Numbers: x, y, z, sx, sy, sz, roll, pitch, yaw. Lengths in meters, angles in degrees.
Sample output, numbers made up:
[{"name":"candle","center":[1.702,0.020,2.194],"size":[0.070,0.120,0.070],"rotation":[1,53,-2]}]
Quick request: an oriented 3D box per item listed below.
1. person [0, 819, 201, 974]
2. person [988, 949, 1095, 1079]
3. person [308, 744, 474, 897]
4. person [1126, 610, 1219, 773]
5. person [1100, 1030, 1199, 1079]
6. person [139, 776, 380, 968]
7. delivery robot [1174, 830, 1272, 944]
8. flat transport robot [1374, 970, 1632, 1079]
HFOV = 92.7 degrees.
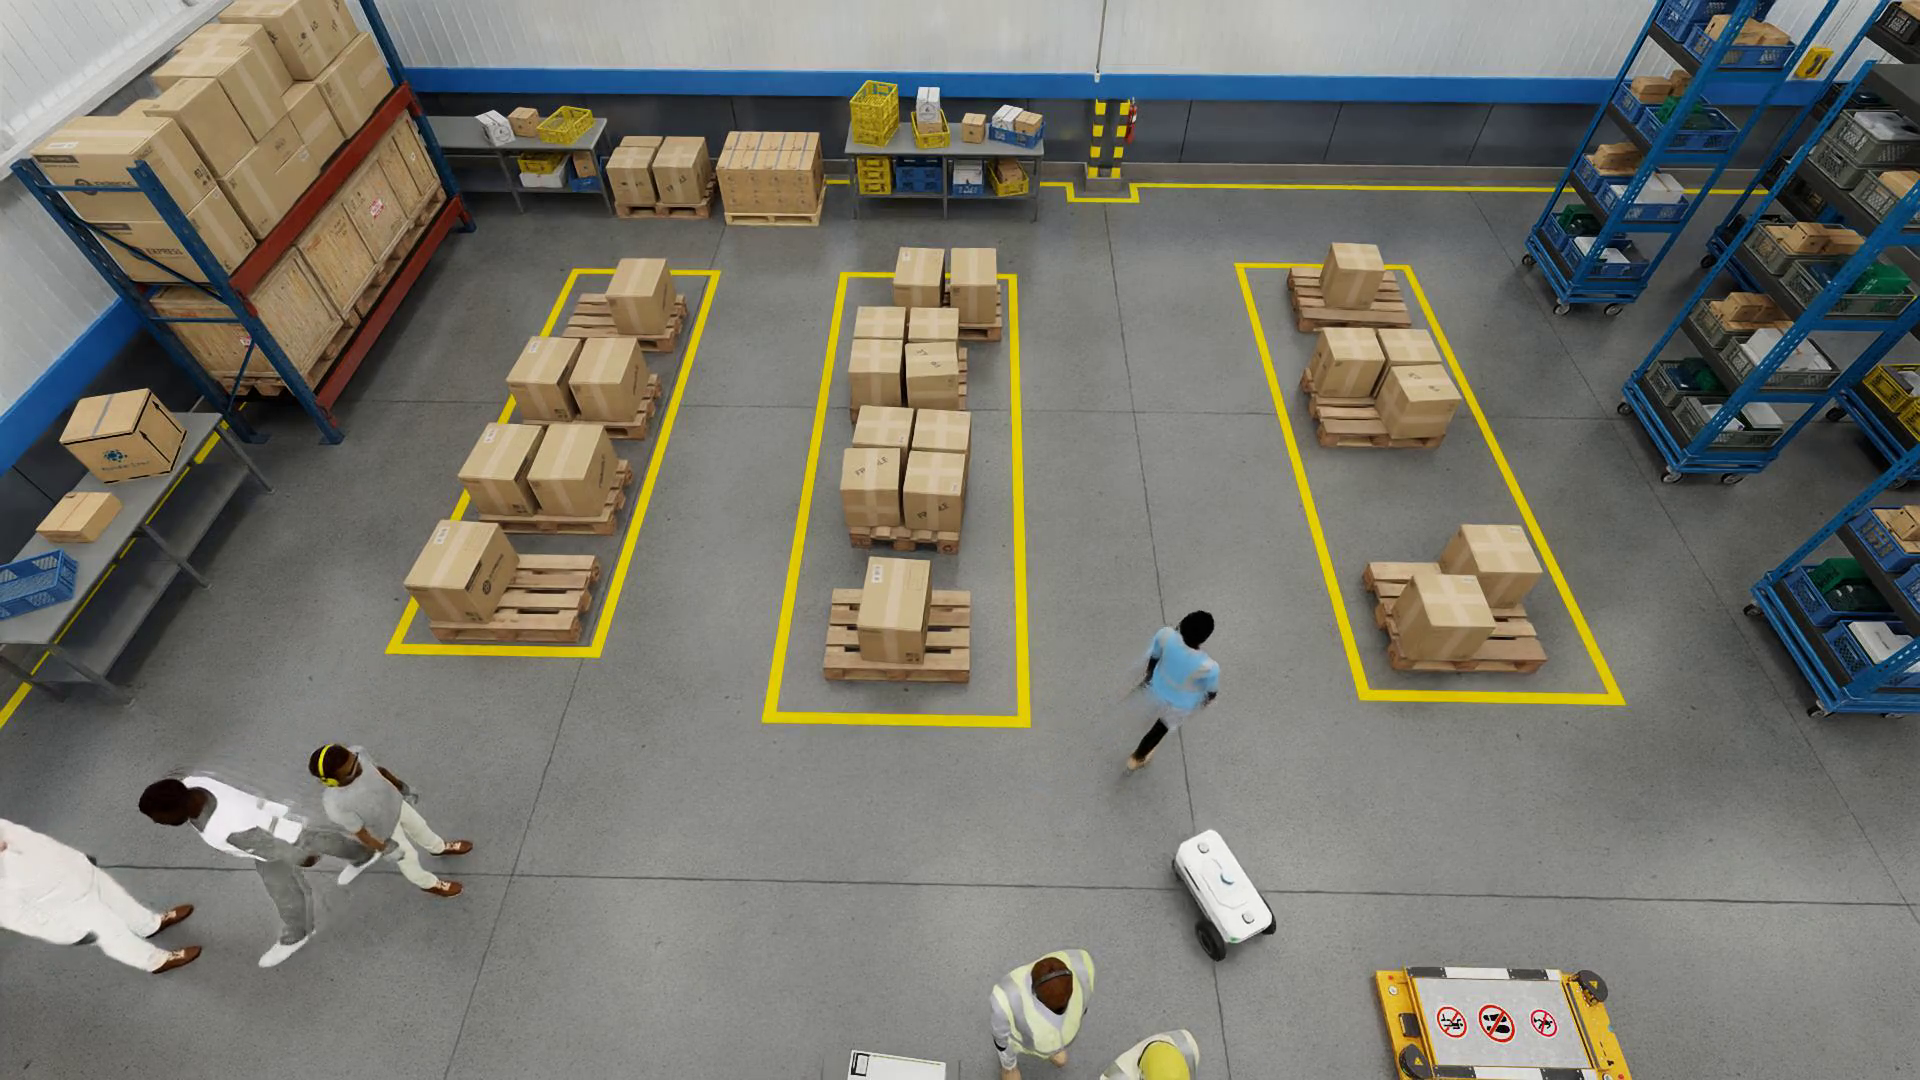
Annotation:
[{"name":"person","center":[-5.466,2.178,5.650],"size":[0.398,1.902,0.649],"rotation":[-25,55,-19]},{"name":"person","center":[0.466,2.738,5.230],"size":[0.623,1.844,0.429],"rotation":[-19,53,-15]},{"name":"person","center":[-3.707,1.811,5.977],"size":[0.347,1.861,0.510],"rotation":[-5,51,-4]},{"name":"person","center":[1.584,1.075,6.707],"size":[0.884,1.653,0.535],"rotation":[-29,56,-21]},{"name":"person","center":[0.985,3.035,4.993],"size":[0.590,1.833,0.403],"rotation":[-23,55,-18]},{"name":"person","center":[-4.529,2.000,5.812],"size":[0.606,1.869,0.969],"rotation":[32,58,23]},{"name":"delivery robot","center":[1.796,2.378,6.289],"size":[0.477,0.478,0.707],"rotation":[-20,54,-15]},{"name":"flat transport robot","center":[3.501,3.133,5.914],"size":[1.431,0.197,0.652],"rotation":[1,51,1]}]
